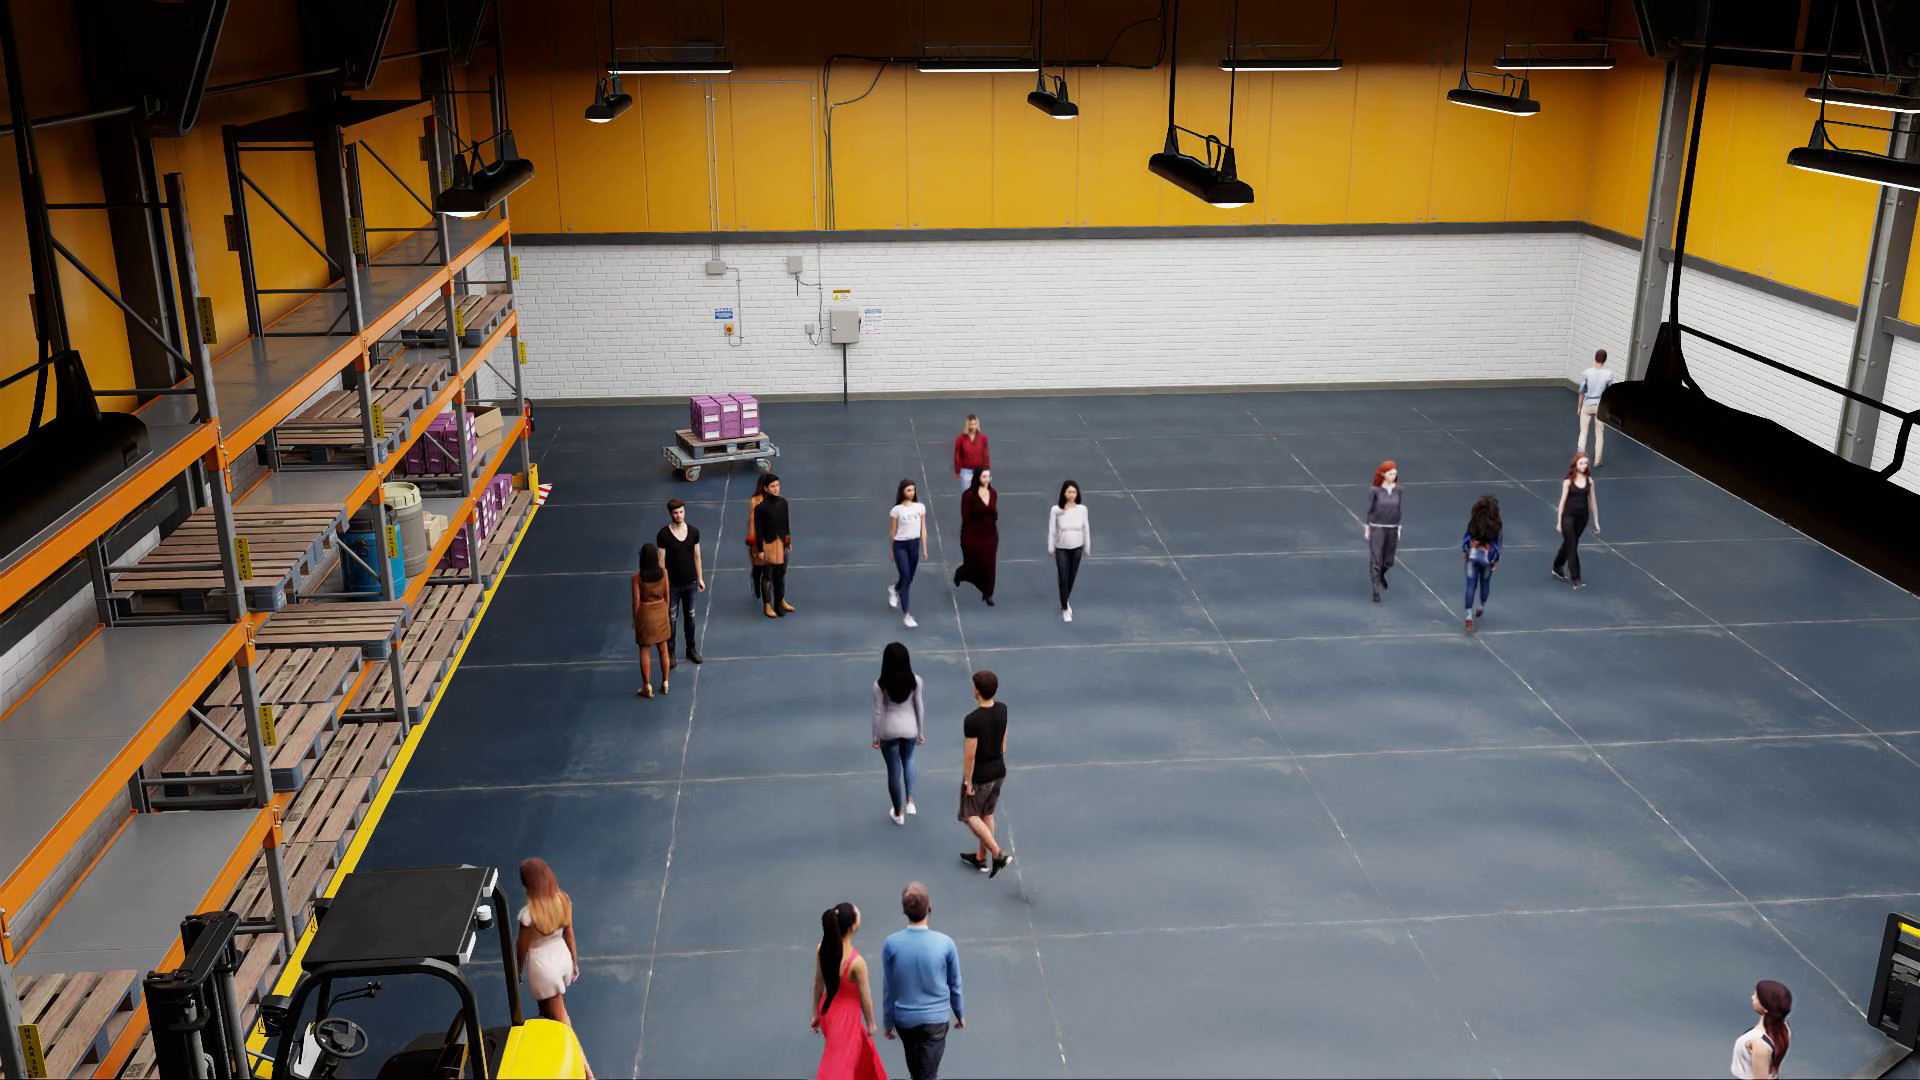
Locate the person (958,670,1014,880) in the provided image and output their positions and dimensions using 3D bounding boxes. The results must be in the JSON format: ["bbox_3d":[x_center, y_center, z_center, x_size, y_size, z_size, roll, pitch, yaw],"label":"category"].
[{"bbox_3d":[0.252,1.978,13.870,0.964,1.847,1.052,-17,25,-41],"label":"person"}]

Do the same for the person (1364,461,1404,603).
[{"bbox_3d":[5.126,-0.137,20.274,0.617,1.768,0.721,0,19,-1],"label":"person"}]

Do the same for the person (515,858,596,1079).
[{"bbox_3d":[-2.718,2.973,11.238,1.095,1.641,1.113,13,23,34],"label":"person"}]

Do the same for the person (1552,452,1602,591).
[{"bbox_3d":[7.635,-0.272,20.785,0.677,1.697,1.118,-4,19,-11],"label":"person"}]

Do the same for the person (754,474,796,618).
[{"bbox_3d":[-2.221,0.040,19.821,0.759,1.723,0.719,18,25,42],"label":"person"}]

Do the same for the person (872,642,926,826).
[{"bbox_3d":[-0.516,1.754,14.724,0.691,1.727,0.691,-6,20,-18],"label":"person"}]

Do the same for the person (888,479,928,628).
[{"bbox_3d":[-0.673,0.118,19.559,0.914,1.741,1.192,-10,21,-27],"label":"person"}]

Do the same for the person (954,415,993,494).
[{"bbox_3d":[0.150,-0.959,22.959,0.702,1.612,0.850,-6,20,-17],"label":"person"}]

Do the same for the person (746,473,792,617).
[{"bbox_3d":[-2.332,0.033,19.870,0.842,1.704,1.023,-7,20,-19],"label":"person"}]

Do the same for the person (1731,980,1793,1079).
[{"bbox_3d":[4.789,3.383,10.011,0.699,1.648,0.634,14,23,36],"label":"person"}]

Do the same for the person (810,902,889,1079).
[{"bbox_3d":[-0.822,3.162,10.620,1.095,1.678,1.080,17,25,41],"label":"person"}]

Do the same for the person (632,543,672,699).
[{"bbox_3d":[-3.242,0.841,17.499,0.652,1.686,0.645,-13,23,-34],"label":"person"}]

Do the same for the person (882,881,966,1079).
[{"bbox_3d":[-0.260,3.107,10.651,0.838,1.762,1.251,2,19,7],"label":"person"}]

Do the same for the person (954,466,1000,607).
[{"bbox_3d":[0.183,-0.057,20.086,0.882,1.737,1.001,-11,22,-30],"label":"person"}]

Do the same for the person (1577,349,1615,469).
[{"bbox_3d":[9.855,-2.055,25.846,0.725,1.846,0.695,7,20,20],"label":"person"}]

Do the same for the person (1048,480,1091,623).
[{"bbox_3d":[1.275,0.082,19.765,0.688,1.679,0.925,-4,19,-12],"label":"person"}]

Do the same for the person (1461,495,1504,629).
[{"bbox_3d":[6.033,0.271,19.347,0.911,1.588,1.119,8,20,22],"label":"person"}]

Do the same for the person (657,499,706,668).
[{"bbox_3d":[-3.091,0.447,18.339,0.754,1.896,0.713,-9,21,-25],"label":"person"}]
